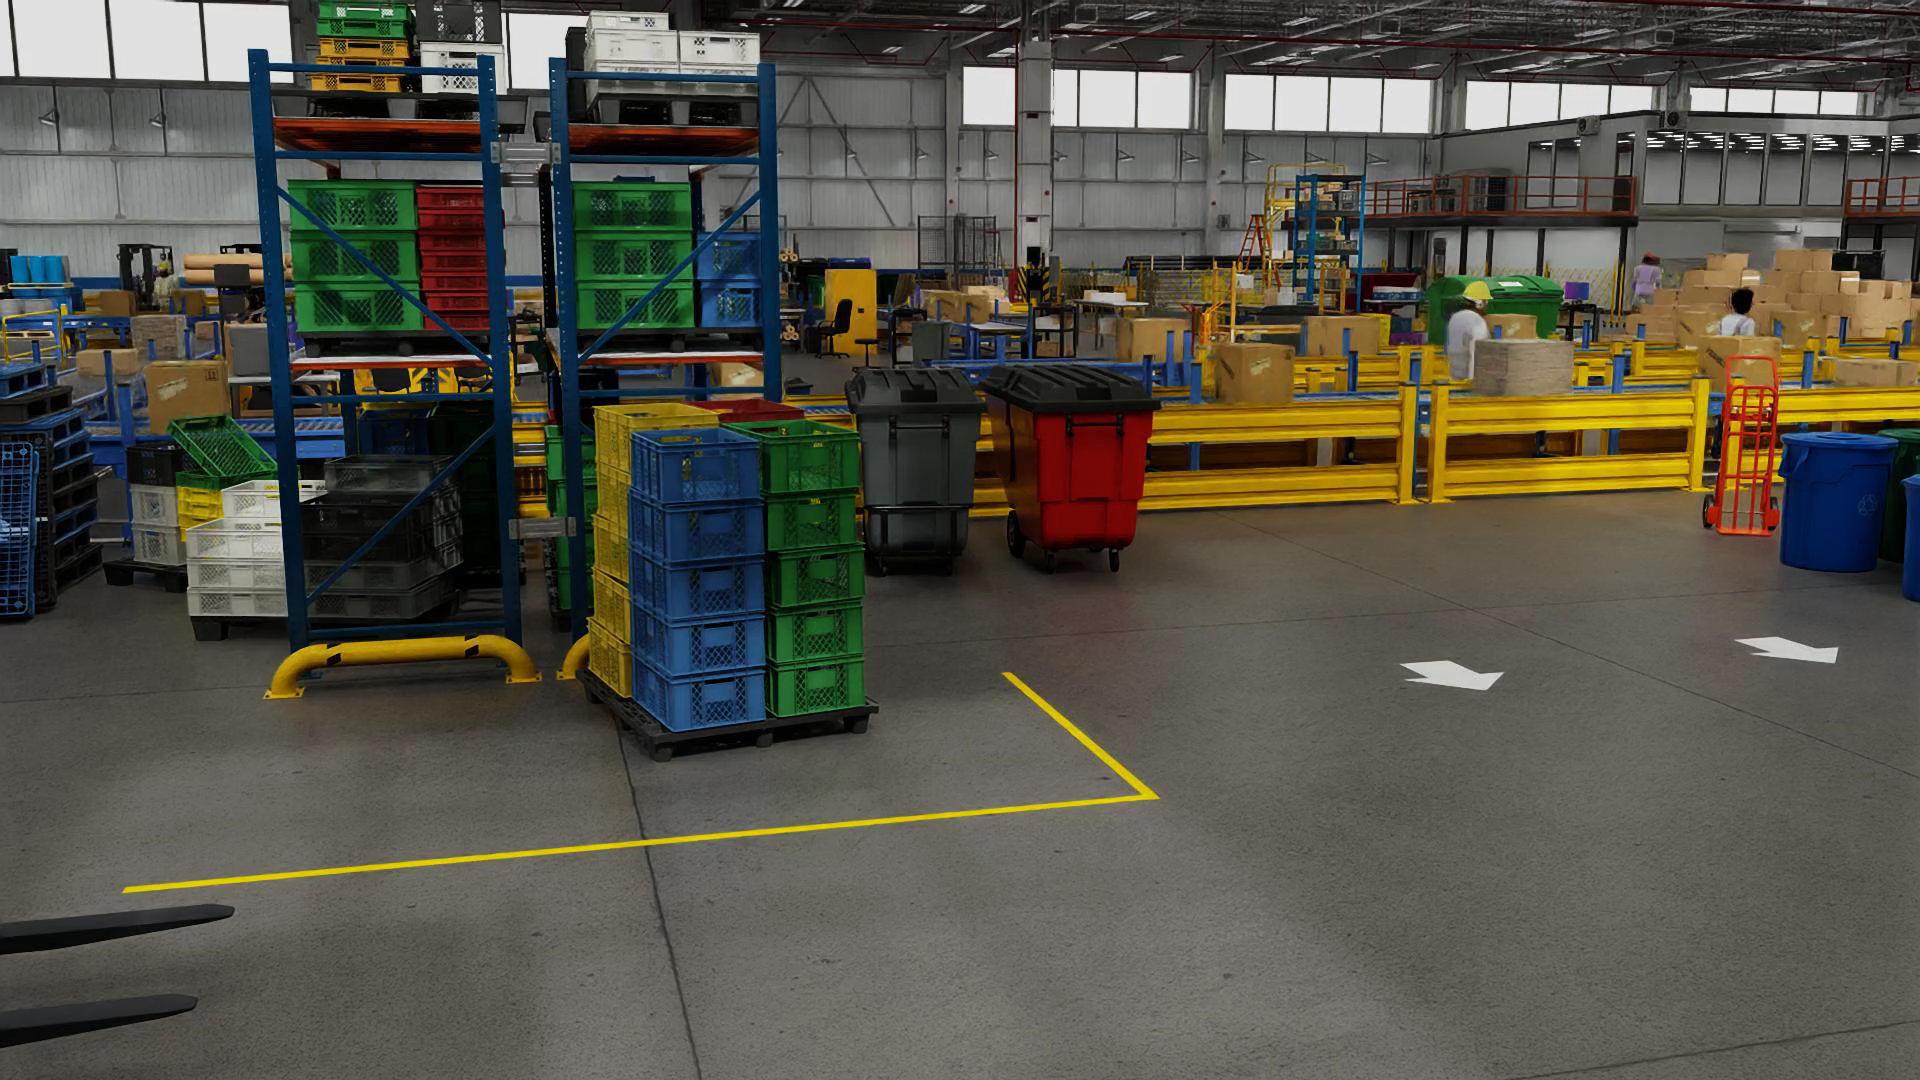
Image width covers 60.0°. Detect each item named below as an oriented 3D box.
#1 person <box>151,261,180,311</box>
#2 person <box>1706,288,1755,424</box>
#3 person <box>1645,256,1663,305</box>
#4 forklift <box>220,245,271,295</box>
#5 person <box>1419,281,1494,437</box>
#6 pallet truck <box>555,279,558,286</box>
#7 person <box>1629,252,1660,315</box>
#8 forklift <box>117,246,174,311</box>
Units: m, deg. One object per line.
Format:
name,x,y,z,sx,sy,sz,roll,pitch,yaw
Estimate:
person,-17.165,-5.104,35.917,0.593,1.789,0.911,3,11,18
person,8.326,-1.883,18.016,0.472,1.688,0.543,-2,10,-9
person,19.599,-7.072,46.932,0.597,1.838,0.931,-1,10,-5
forklift,-17.749,-6.334,41.440,1.157,1.987,2.680,-3,10,-17
person,4.965,-1.661,16.447,0.867,1.797,0.581,-3,10,-16
pallet truck,-10.604,-6.375,44.520,0.653,1.274,1.630,-3,10,-15
person,17.077,-6.155,41.387,0.811,1.986,0.584,4,11,22
forklift,-19.966,-6.232,40.894,1.157,1.987,2.680,-3,10,-15
